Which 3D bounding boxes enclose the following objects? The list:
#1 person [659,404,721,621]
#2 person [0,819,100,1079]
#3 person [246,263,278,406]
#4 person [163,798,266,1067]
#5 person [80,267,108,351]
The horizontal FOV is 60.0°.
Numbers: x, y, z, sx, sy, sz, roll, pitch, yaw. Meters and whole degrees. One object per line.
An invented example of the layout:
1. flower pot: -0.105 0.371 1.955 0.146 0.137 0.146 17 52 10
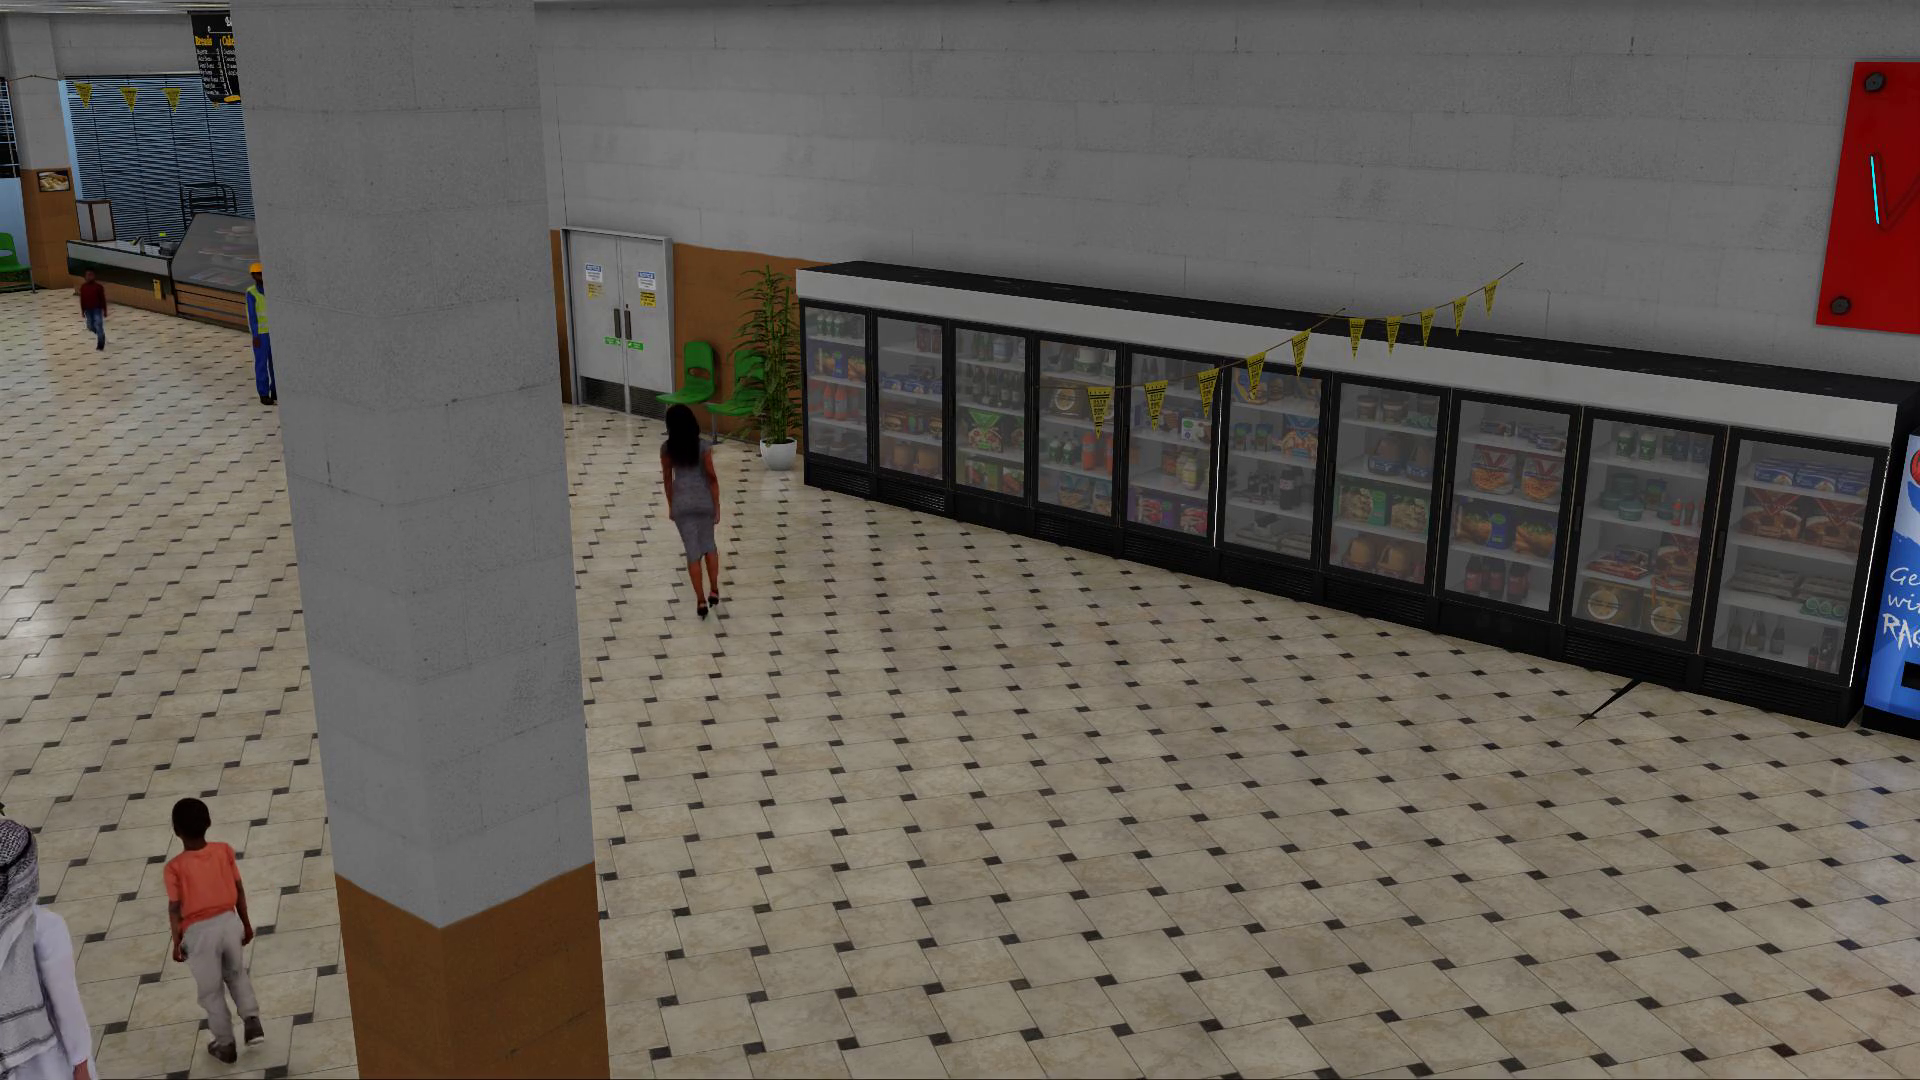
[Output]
1. person: -2.152 -0.214 13.546 0.783 1.754 0.844 2 17 6
2. person: -3.491 1.963 6.115 1.026 1.908 1.129 0 17 1
3. person: -9.018 -2.695 21.617 0.770 1.813 0.595 9 19 26
4. person: -3.406 1.823 7.628 0.541 1.296 0.531 15 22 40
5. person: -13.167 -3.519 25.317 0.761 1.240 0.838 -1 17 -3
